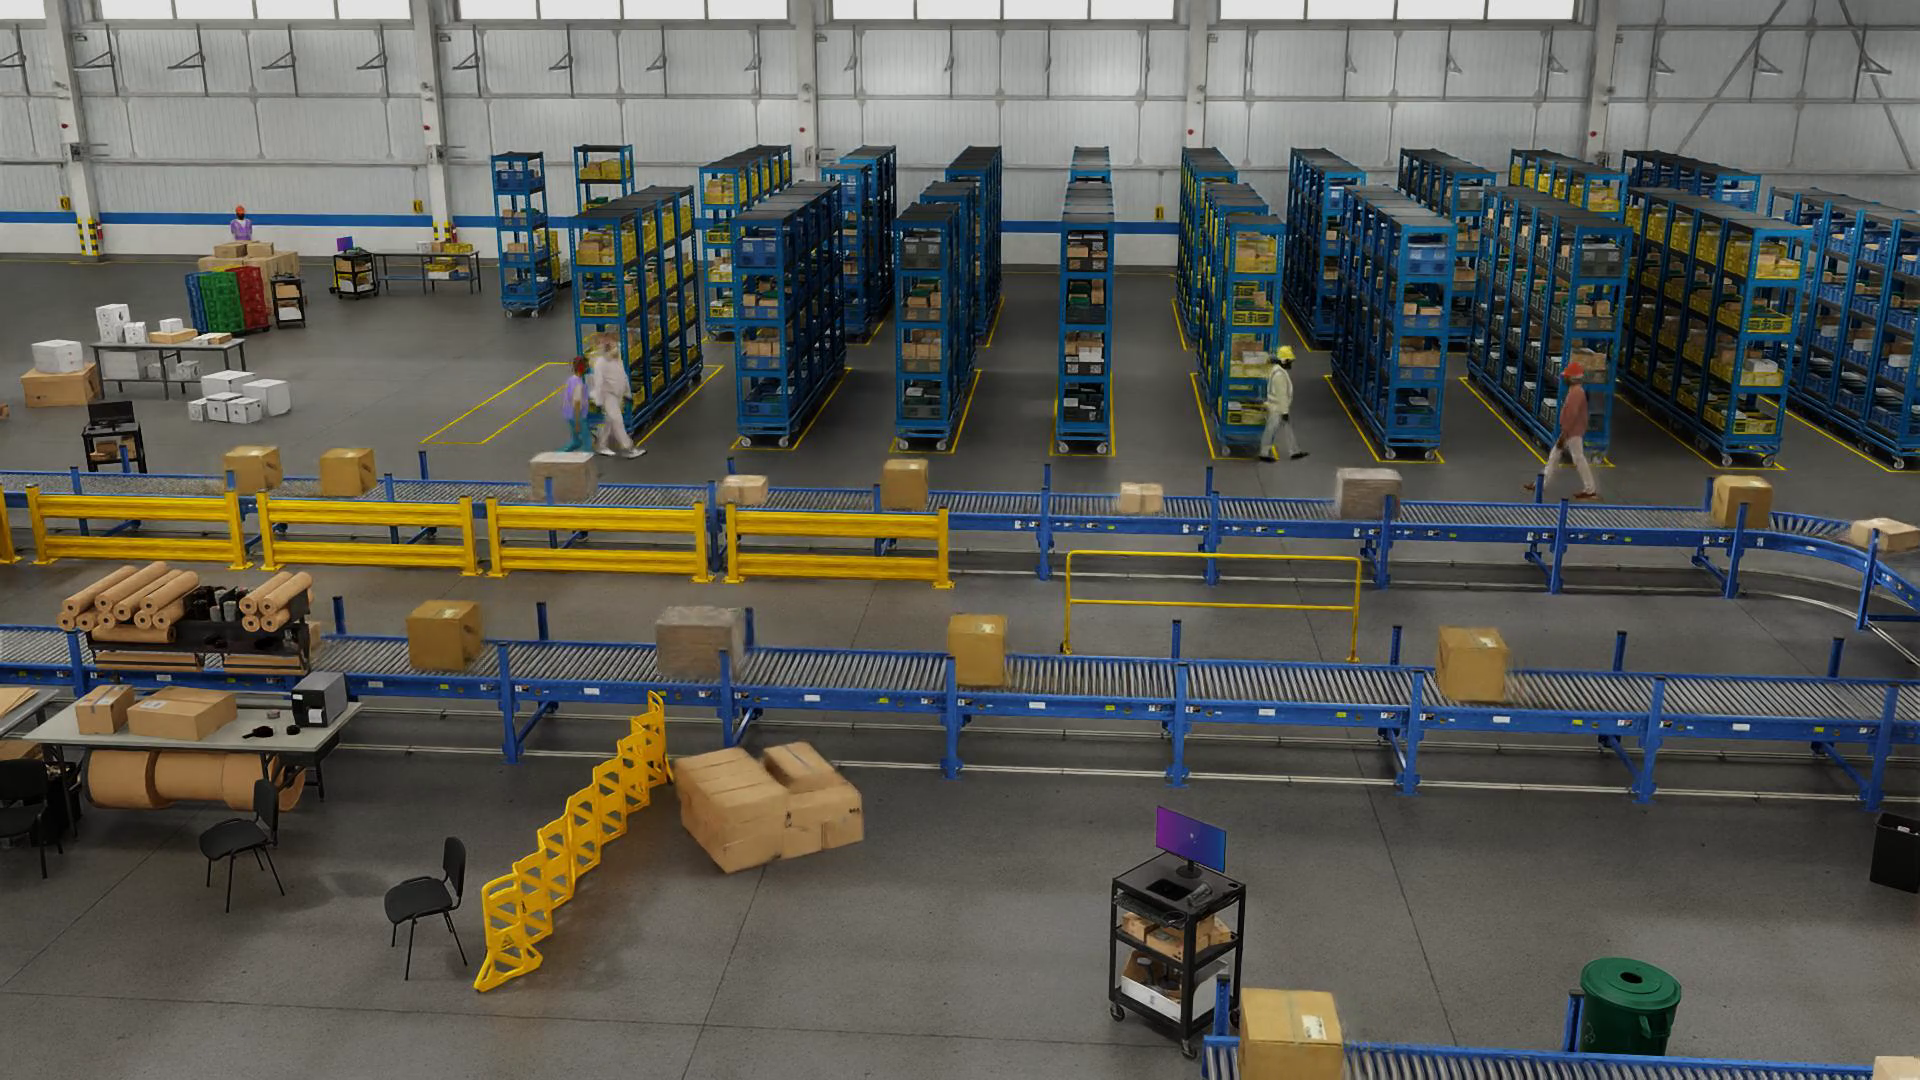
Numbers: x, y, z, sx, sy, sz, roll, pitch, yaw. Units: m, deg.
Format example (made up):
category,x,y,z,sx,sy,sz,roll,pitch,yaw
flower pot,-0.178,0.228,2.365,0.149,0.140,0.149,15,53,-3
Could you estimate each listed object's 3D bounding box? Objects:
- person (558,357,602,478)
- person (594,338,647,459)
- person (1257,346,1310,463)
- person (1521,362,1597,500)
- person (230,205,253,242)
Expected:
category,x,y,z,sx,sy,sz,roll,pitch,yaw
person,-5.650,-1.760,24.192,0.693,1.818,0.568,-6,19,-20
person,-5.200,-2.151,25.332,0.949,1.856,0.668,5,18,16
person,4.919,-2.015,25.008,0.864,1.791,0.626,4,18,11
person,8.492,-1.511,23.182,1.020,1.941,0.638,5,18,16
person,-18.196,-7.526,42.267,0.373,1.939,0.545,17,24,42
